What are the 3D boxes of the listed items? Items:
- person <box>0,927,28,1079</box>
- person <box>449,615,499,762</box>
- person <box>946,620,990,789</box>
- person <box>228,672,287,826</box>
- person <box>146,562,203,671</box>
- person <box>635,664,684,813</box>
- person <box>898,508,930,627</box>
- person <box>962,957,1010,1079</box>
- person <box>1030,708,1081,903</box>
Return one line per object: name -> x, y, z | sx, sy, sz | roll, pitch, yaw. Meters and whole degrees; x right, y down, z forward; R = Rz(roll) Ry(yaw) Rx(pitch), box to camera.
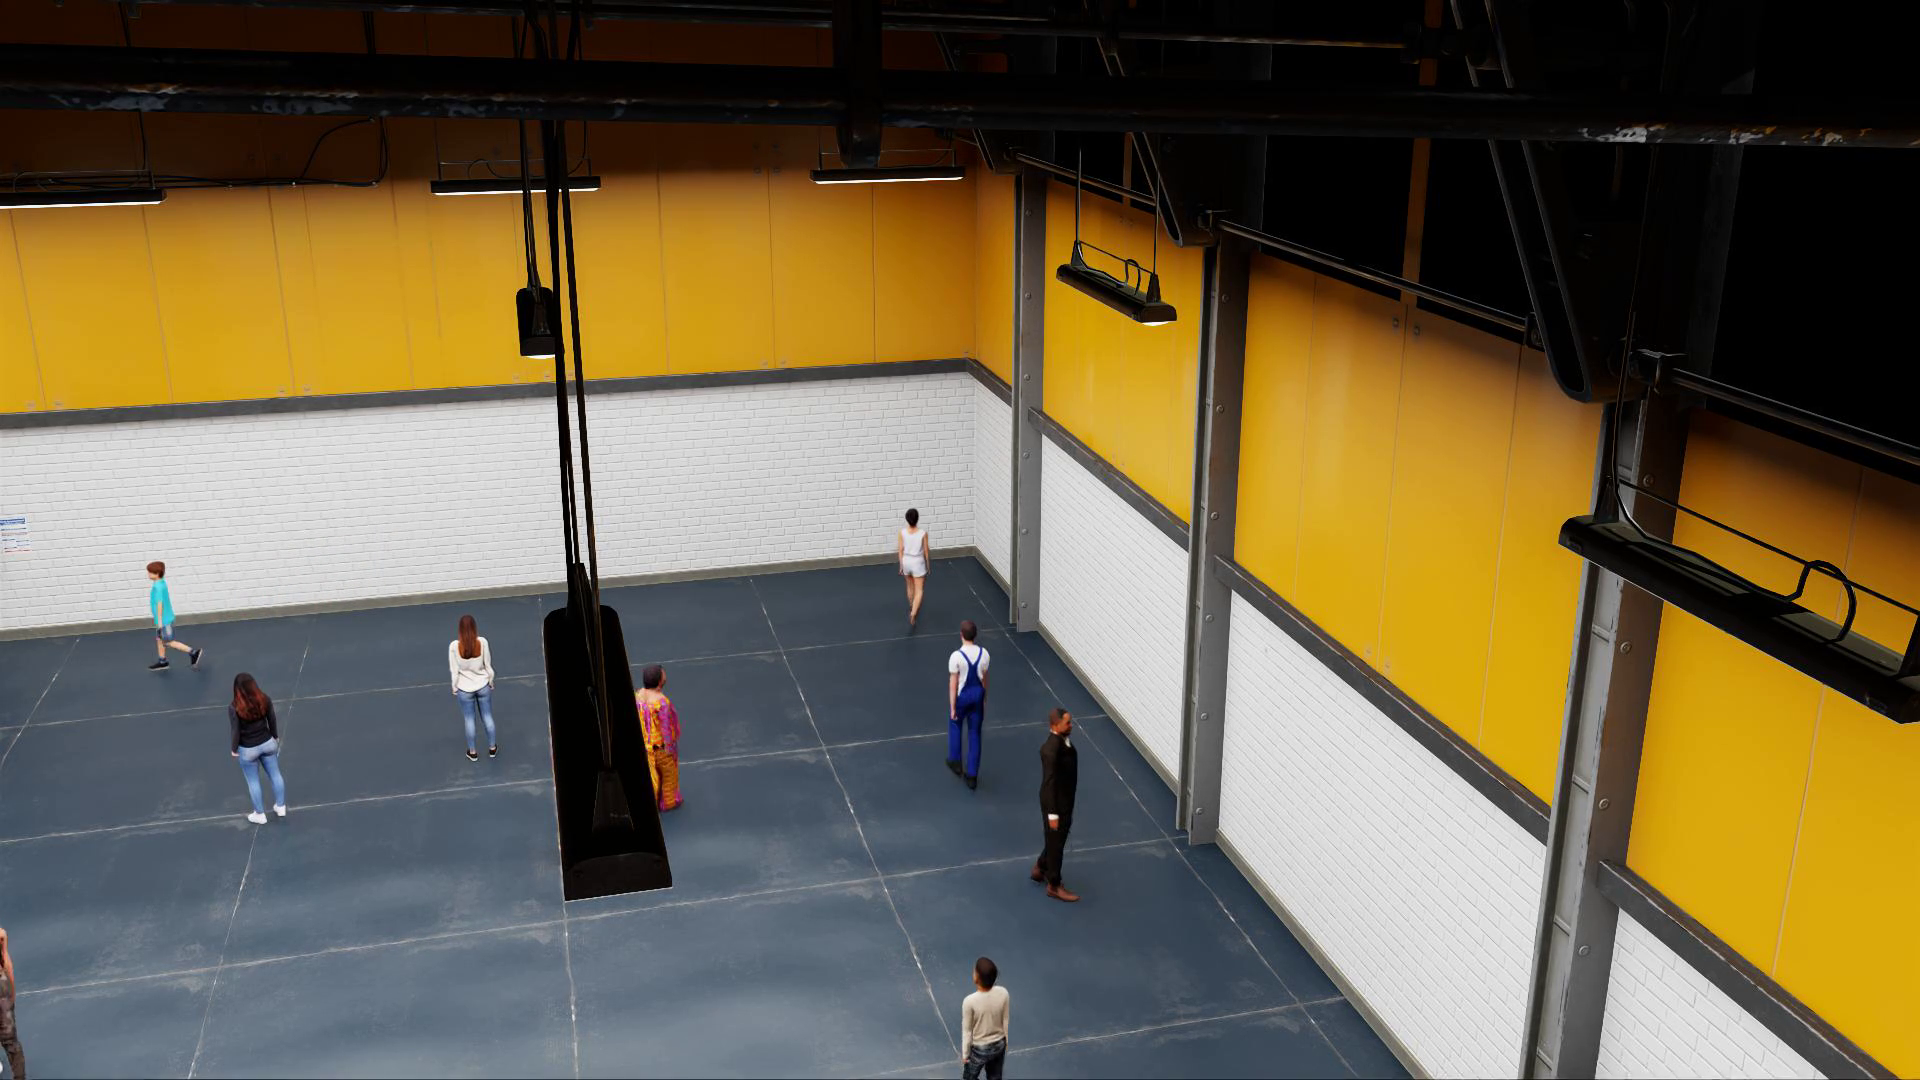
person -> -7.578, 3.526, 12.909 | 0.928, 1.650, 1.236 | -16, 24, -39
person -> -5.399, 1.630, 18.471 | 0.634, 1.692, 0.582 | -7, 20, -20
person -> 0.122, 1.785, 17.808 | 0.661, 1.822, 0.917 | -6, 20, -17
person -> -7.237, 2.120, 17.109 | 0.736, 1.632, 0.725 | 16, 24, 40
person -> -9.927, 0.957, 20.879 | 0.664, 1.430, 0.839 | -8, 20, -22
person -> -3.187, 2.069, 17.202 | 0.961, 1.670, 0.971 | 16, 24, 39
person -> -0.636, 0.373, 22.369 | 0.844, 1.586, 1.060 | 3, 19, 10
person -> 0.226, 3.811, 12.370 | 0.569, 1.452, 0.612 | -7, 20, -20
person -> 0.893, 2.450, 15.675 | 0.938, 1.922, 0.877 | 5, 19, 14
